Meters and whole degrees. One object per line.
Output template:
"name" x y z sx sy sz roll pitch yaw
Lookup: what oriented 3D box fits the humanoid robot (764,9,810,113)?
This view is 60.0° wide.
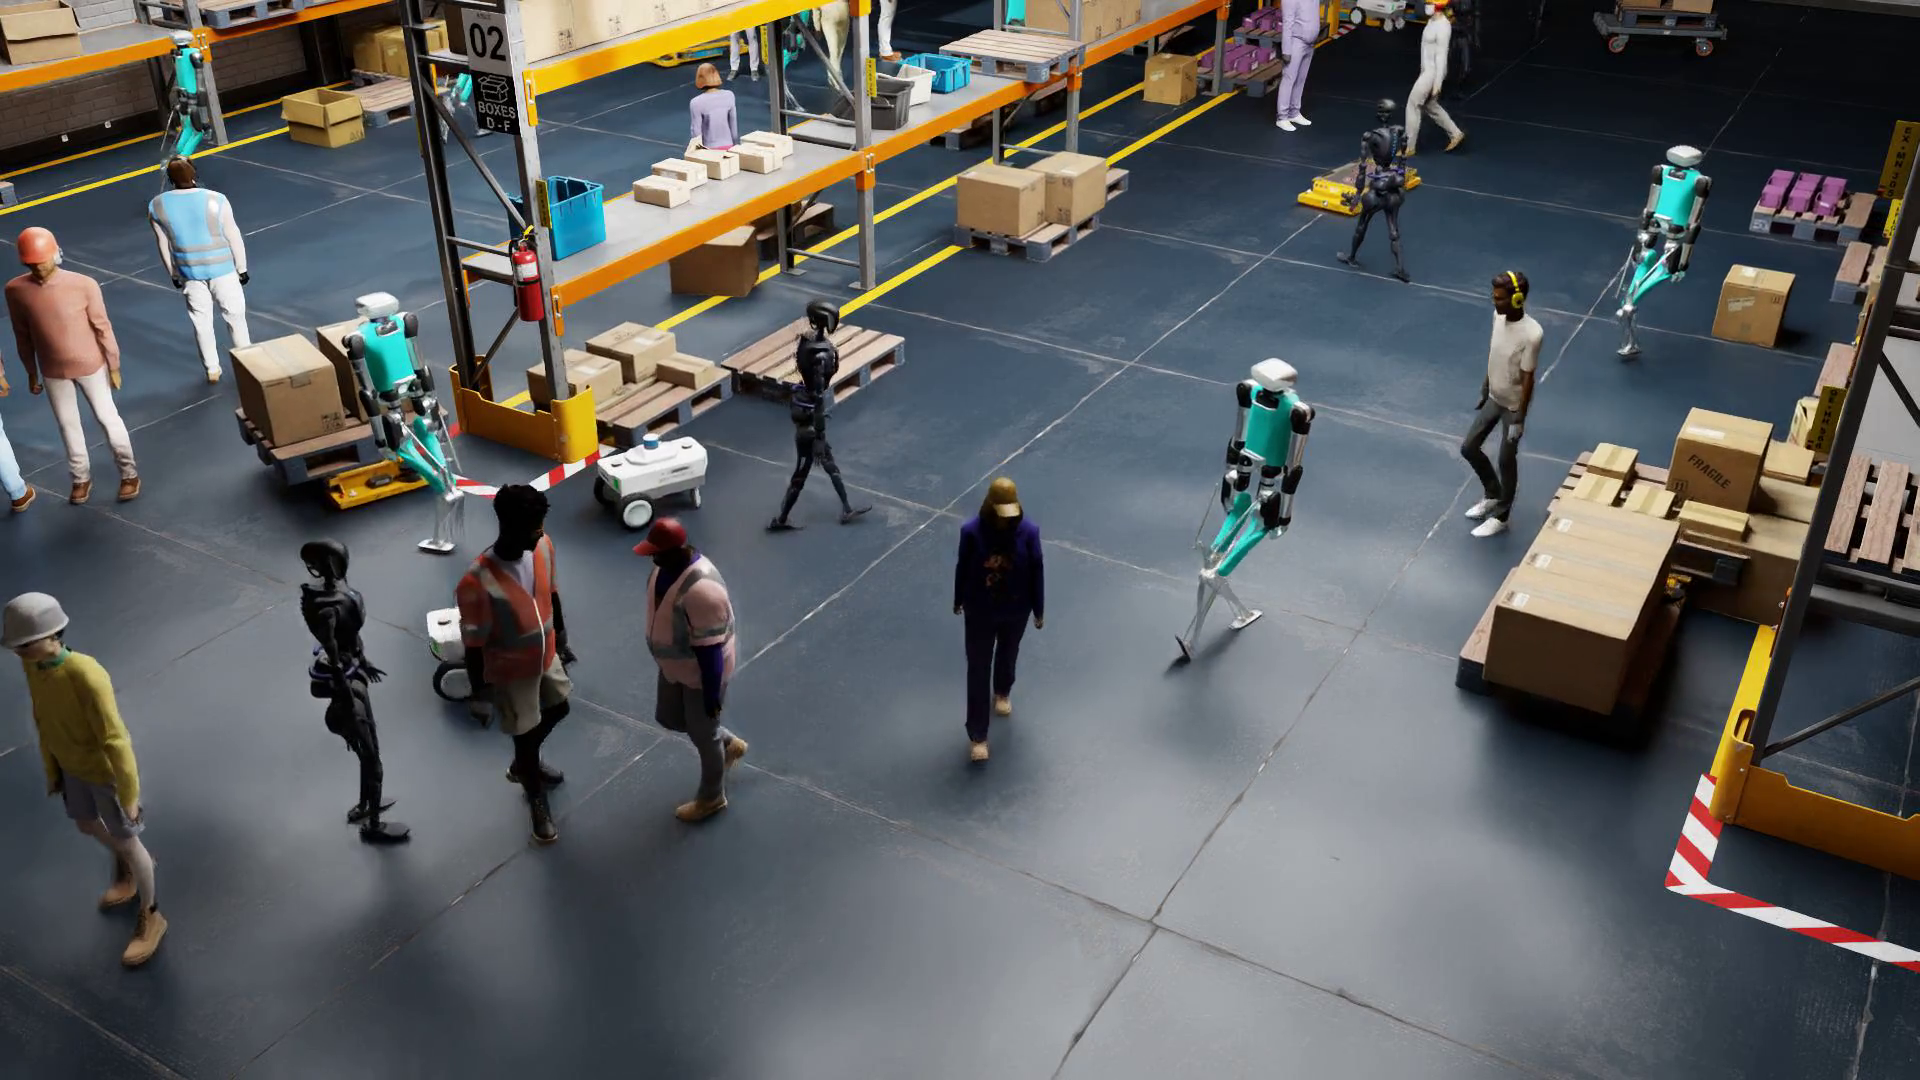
"humanoid robot" -2.188 -6.058 20.144 0.898 1.752 0.553 6 30 11

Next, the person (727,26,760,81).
"person" -2.835 -6.966 21.553 0.490 1.955 0.421 2 30 4

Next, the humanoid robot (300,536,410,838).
"humanoid robot" -3.021 0.719 8.240 0.321 1.654 0.596 -6 30 -11

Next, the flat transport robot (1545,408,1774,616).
"flat transport robot" 4.464 0.077 10.806 0.659 0.231 1.431 16 33 27

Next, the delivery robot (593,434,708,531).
"delivery robot" -2.139 -0.428 11.428 0.786 0.614 0.525 -17 34 -27

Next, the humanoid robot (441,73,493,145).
"humanoid robot" -5.781 -5.405 19.062 0.560 1.835 0.890 20 35 31

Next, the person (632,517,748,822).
"person" -1.343 0.633 8.334 0.486 1.730 0.649 -20 35 -31

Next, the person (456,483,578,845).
"person" -2.210 0.601 8.196 0.504 1.931 0.700 16 33 26

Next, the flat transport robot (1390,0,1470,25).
"flat transport robot" 6.826 -7.896 24.909 1.431 0.231 0.659 23 37 34

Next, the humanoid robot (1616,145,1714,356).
"humanoid robot" 5.544 -2.245 13.446 0.820 1.794 0.544 -16 33 -27

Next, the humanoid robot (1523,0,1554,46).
"humanoid robot" 8.160 -7.837 23.419 0.601 1.638 0.616 24 38 36

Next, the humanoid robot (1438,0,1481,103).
"humanoid robot" 6.129 -6.205 20.495 0.602 1.634 0.419 -7 30 -12

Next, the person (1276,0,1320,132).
"person" 3.999 -5.798 19.535 0.411 1.906 0.652 23 36 34

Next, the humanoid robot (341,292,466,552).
"humanoid robot" -3.436 -0.652 10.670 0.751 1.843 0.535 18 34 29

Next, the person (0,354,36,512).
"person" -6.711 -1.080 11.104 0.621 1.989 0.393 -13 32 -21

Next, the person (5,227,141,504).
"person" -6.025 -1.175 11.283 0.618 1.986 0.405 -4 30 -7

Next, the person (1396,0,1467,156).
"person" 5.334 -5.204 18.536 0.819 1.865 0.592 4 30 7

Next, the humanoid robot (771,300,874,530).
"humanoid robot" -0.943 -0.808 10.975 0.729 1.616 0.609 -4 30 -7

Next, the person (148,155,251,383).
"person" -5.931 -2.128 13.107 0.626 1.847 0.429 -6 30 -11

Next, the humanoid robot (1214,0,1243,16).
"humanoid robot" 4.045 -8.716 24.929 0.616 1.647 0.370 22 36 33

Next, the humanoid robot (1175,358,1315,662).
"humanoid robot" 1.546 -0.121 9.715 0.901 1.819 0.546 -21 36 -33

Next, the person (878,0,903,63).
"person" -0.966 -7.449 22.433 0.354 1.933 0.640 -3 30 -4

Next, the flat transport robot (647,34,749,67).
"flat transport robot" -3.631 -6.771 22.919 1.431 0.231 0.659 -22 36 -34

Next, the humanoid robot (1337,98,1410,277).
"humanoid robot" 3.884 -3.230 15.279 0.589 1.619 0.803 -16 33 -25

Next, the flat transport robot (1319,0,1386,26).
"flat transport robot" 5.730 -7.951 25.006 1.431 0.231 0.659 16 33 27

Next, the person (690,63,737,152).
"person" -2.419 -3.877 16.422 0.500 1.628 0.283 -19 35 -30

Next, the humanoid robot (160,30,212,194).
"humanoid robot" -8.020 -4.191 16.927 0.555 1.836 0.885 24 37 36

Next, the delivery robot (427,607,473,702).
"delivery robot" -2.725 0.570 9.650 0.788 0.601 0.499 -9 31 -16

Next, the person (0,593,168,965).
"person" -3.866 1.023 7.488 0.668 1.892 0.501 13 32 22

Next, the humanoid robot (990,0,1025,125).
"humanoid robot" 0.633 -5.741 19.692 0.610 1.846 0.832 4 30 7

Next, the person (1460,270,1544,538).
"person" 3.561 -0.882 10.899 0.390 1.848 0.563 -10 31 -16

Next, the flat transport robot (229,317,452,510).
"flat transport robot" -4.435 -0.640 12.074 0.659 0.231 1.431 -21 35 -32

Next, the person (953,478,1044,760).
"person" 0.216 0.392 8.907 0.468 1.577 0.825 -3 30 -5

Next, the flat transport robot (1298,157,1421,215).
"flat transport robot" 4.237 -3.749 17.574 0.659 0.231 1.431 24 37 36

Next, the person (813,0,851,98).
"person" -1.562 -6.530 21.027 0.563 1.709 0.891 -14 32 -23

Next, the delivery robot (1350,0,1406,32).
"delivery robot" 6.190 -7.826 24.482 0.499 0.582 0.765 -22 36 -34
